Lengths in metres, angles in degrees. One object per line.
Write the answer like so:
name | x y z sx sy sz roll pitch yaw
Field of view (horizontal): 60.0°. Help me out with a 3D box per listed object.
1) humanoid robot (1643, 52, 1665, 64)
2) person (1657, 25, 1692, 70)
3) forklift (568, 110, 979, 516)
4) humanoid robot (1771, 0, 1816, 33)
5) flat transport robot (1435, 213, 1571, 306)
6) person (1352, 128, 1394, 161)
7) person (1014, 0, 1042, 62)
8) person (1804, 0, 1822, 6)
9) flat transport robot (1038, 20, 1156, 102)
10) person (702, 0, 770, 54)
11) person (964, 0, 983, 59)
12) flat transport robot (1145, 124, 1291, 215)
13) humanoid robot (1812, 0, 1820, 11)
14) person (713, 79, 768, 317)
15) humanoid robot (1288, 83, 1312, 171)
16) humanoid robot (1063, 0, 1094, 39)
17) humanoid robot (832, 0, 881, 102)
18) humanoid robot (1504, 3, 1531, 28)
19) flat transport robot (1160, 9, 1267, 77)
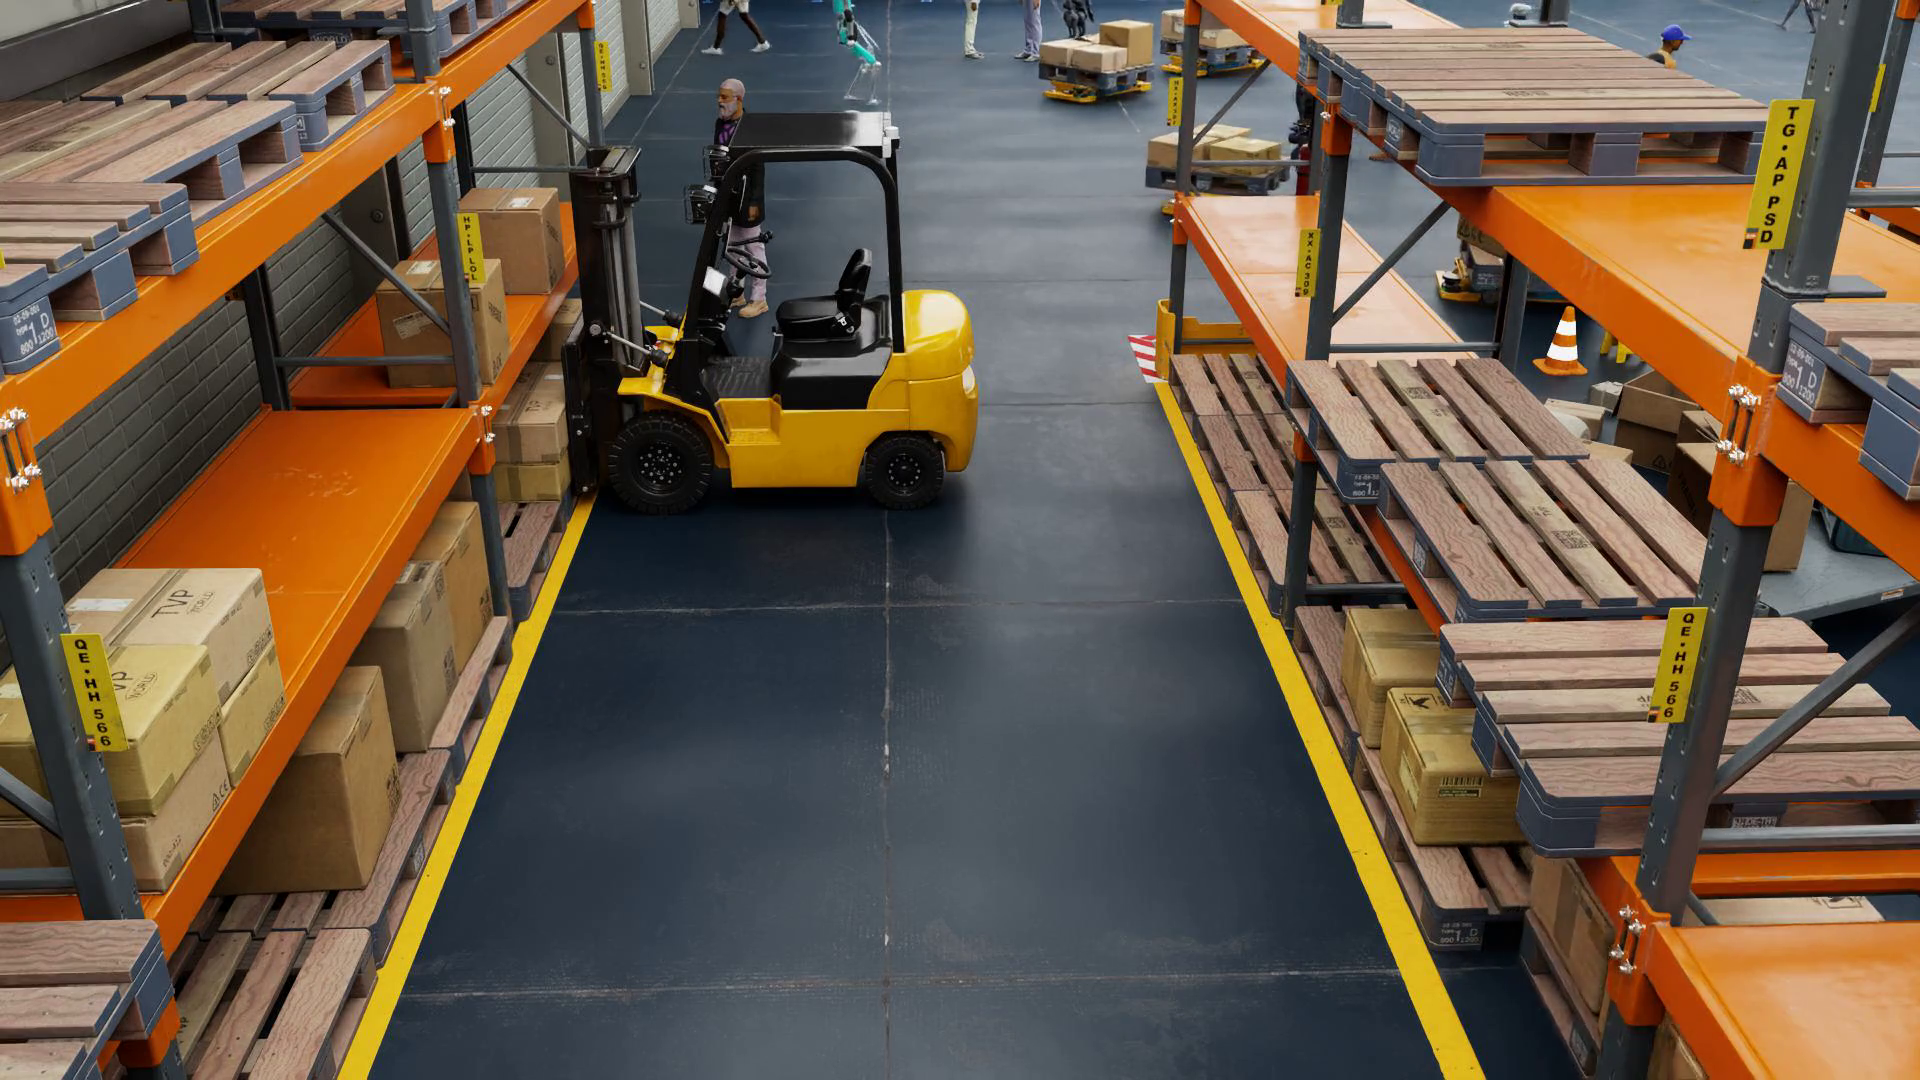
humanoid robot | 6.400 -3.737 15.624 0.774 1.630 0.600 -5 26 -11
person | 6.999 -4.276 16.660 0.368 1.717 0.458 -4 26 -8
forklift | -1.043 -1.379 9.976 2.313 2.155 1.214 -1 25 -2
humanoid robot | 13.632 -9.037 26.843 0.765 1.627 0.587 15 29 29
flat transport robot | 4.718 -2.133 13.821 1.431 0.231 0.659 4 26 9
person | 4.450 -5.074 18.133 0.922 1.898 0.642 -5 26 -11
person | 1.056 -7.937 24.265 0.390 1.846 0.565 -10 27 -20
person | 15.431 -10.477 29.602 0.519 1.886 0.393 2 25 4
flat transport robot | 1.825 -5.999 22.008 0.659 0.231 1.431 23 34 40
person | -3.371 -8.209 24.850 0.976 1.836 0.570 5 26 10
person | 0.218 -8.007 24.532 0.349 1.743 0.565 0 25 -1
flat transport robot | 2.582 -3.478 16.670 0.659 0.231 1.431 12 28 23
humanoid robot | 15.183 -10.104 29.067 0.531 1.646 0.603 9 27 19
person | -1.749 -2.710 13.186 0.532 1.856 0.405 21 33 38
humanoid robot | 3.270 -3.680 15.449 0.392 1.652 0.594 13 28 25
humanoid robot | 1.664 -7.487 23.496 0.327 1.651 0.587 18 31 34
humanoid robot | -1.277 -6.531 21.456 0.809 1.799 0.533 -10 27 -20
humanoid robot | 6.224 -4.862 17.943 1.027 1.764 0.540 3 25 6
flat transport robot | 3.624 -6.801 23.707 1.431 0.231 0.659 -16 30 -30
